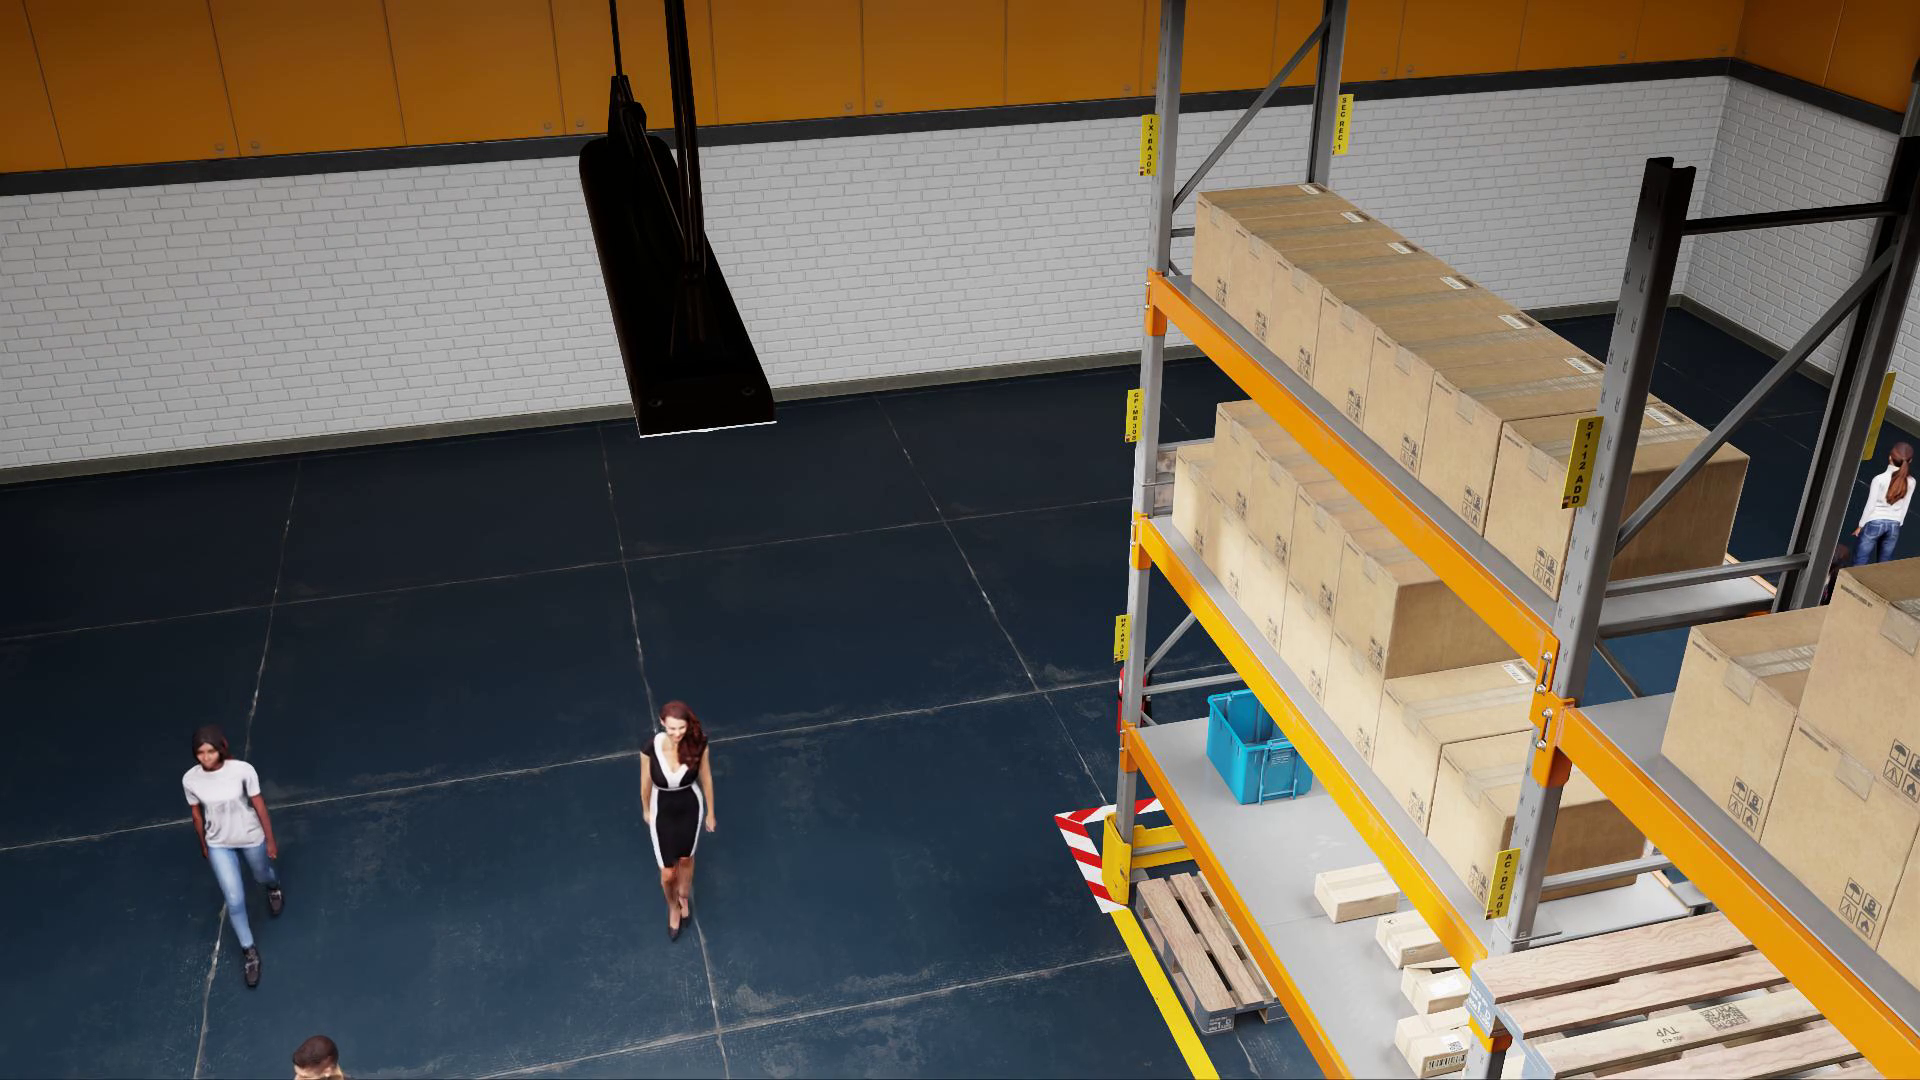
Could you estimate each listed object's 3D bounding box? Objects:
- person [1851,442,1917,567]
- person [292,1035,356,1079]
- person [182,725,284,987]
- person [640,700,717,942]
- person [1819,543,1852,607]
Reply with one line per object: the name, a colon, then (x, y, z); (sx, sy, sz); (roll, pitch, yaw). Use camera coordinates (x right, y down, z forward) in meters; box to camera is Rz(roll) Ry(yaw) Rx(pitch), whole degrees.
person: (7.746, -0.111, 13.994); (0.591, 1.559, 0.610); (1, 29, 2)
person: (-2.941, 3.037, 8.012); (0.712, 1.760, 0.774); (16, 32, 26)
person: (-4.456, 1.830, 10.299); (0.604, 1.690, 1.077); (-8, 30, -14)
person: (-1.792, 1.688, 10.464); (0.586, 1.780, 0.638); (-7, 29, -12)
person: (6.365, 0.725, 12.485); (0.604, 1.536, 0.814); (-8, 30, -15)
